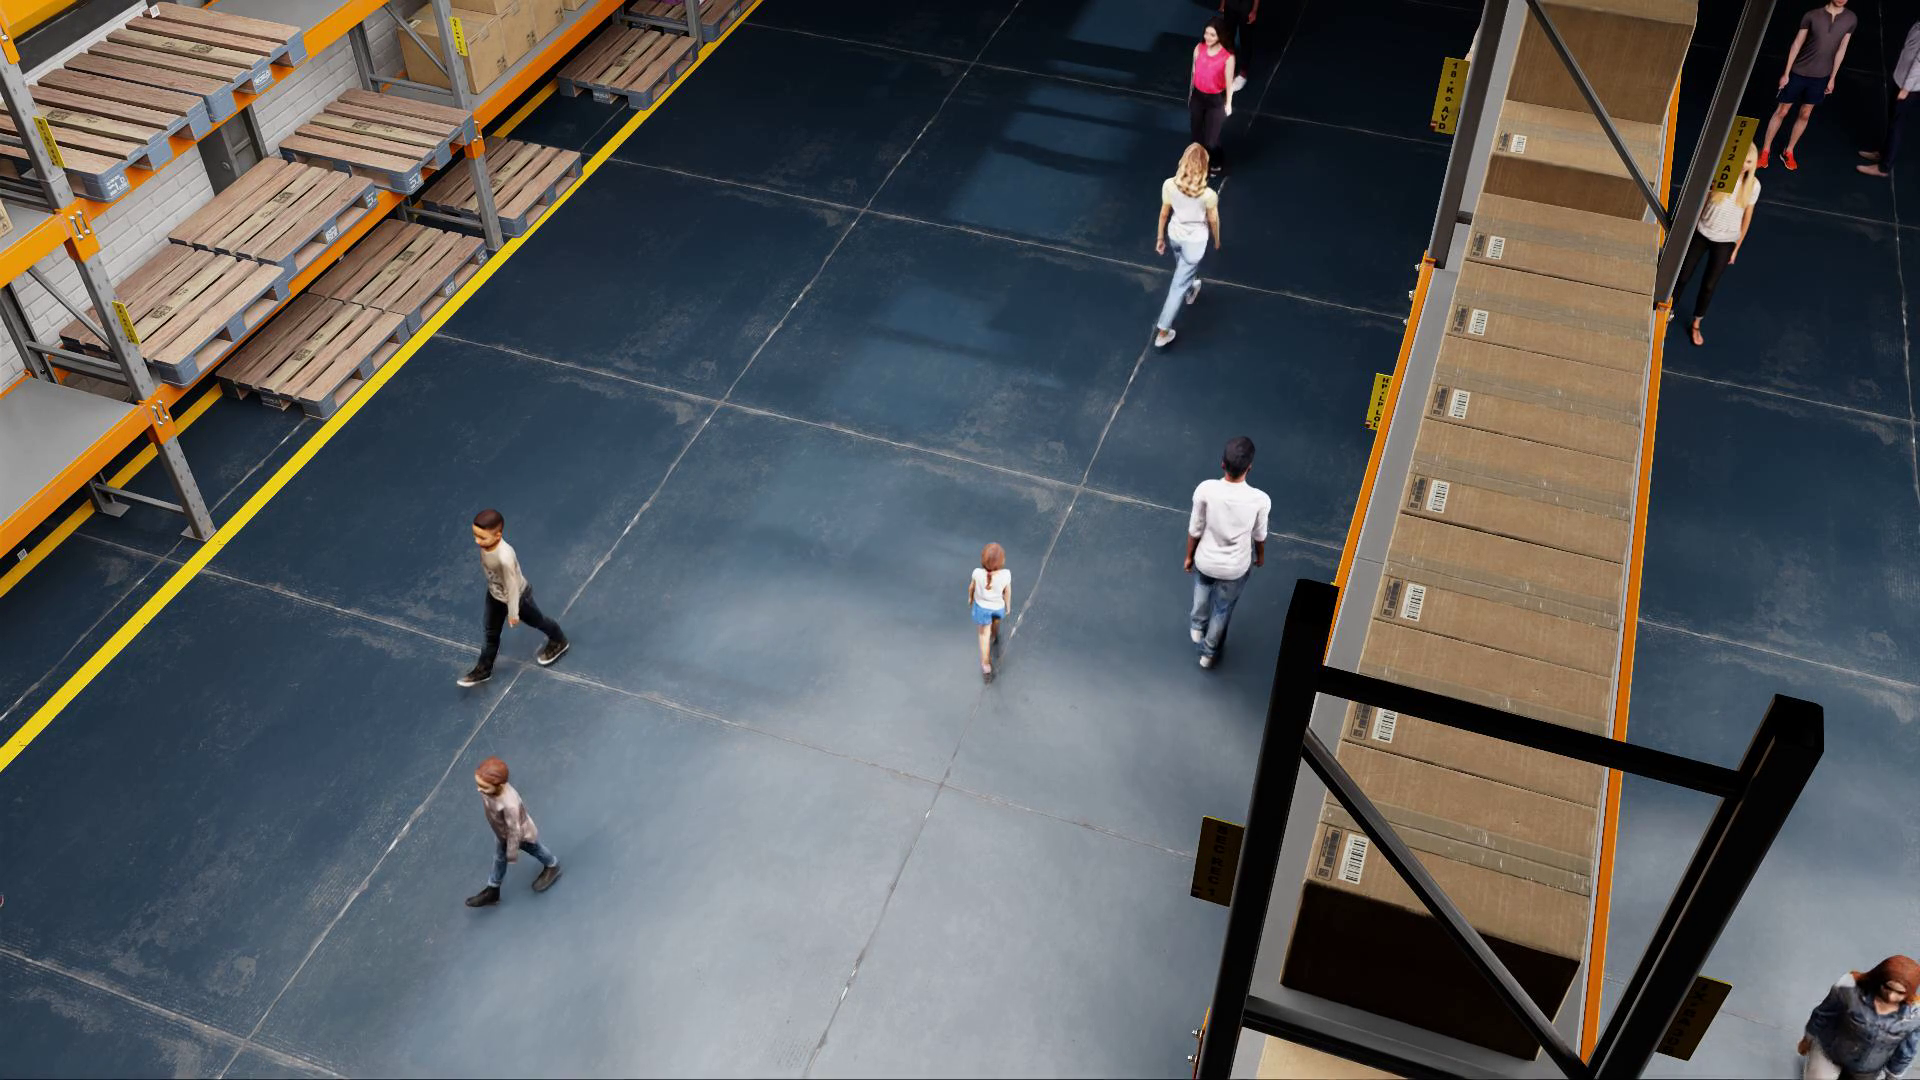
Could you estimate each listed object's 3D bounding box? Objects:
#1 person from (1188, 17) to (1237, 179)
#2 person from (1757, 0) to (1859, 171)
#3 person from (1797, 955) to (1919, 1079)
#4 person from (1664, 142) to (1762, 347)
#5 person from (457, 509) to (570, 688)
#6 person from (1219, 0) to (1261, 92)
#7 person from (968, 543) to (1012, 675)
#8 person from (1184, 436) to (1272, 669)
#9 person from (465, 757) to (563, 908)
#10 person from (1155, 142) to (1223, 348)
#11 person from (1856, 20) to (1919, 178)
[{"bbox_3d":[2.303,-3.989,15.141,0.712,1.652,0.770,30,51,28],"label":"person"},{"bbox_3d":[7.829,-4.305,15.326,0.680,1.853,0.606,7,44,7],"label":"person"},{"bbox_3d":[4.454,2.501,8.309,0.690,1.679,1.021,19,47,19],"label":"person"},{"bbox_3d":[6.030,-2.398,13.346,0.592,1.823,0.511,13,45,14],"label":"person"},{"bbox_3d":[-2.850,0.319,10.781,0.820,1.427,1.070,33,53,30],"label":"person"},{"bbox_3d":[2.793,-5.333,16.496,0.716,1.729,0.702,-34,53,-31],"label":"person"},{"bbox_3d":[0.192,0.445,10.953,0.580,1.008,0.773,-1,44,-1],"label":"person"},{"bbox_3d":[1.669,0.151,10.692,0.633,1.794,0.664,14,45,15],"label":"person"},{"bbox_3d":[-2.522,1.634,9.590,0.873,1.166,0.703,-34,53,-30],"label":"person"},{"bbox_3d":[1.792,-2.322,13.381,0.831,1.666,1.230,24,49,23],"label":"person"},{"bbox_3d":[8.749,-4.236,15.261,0.715,1.844,0.493,15,46,15],"label":"person"}]
